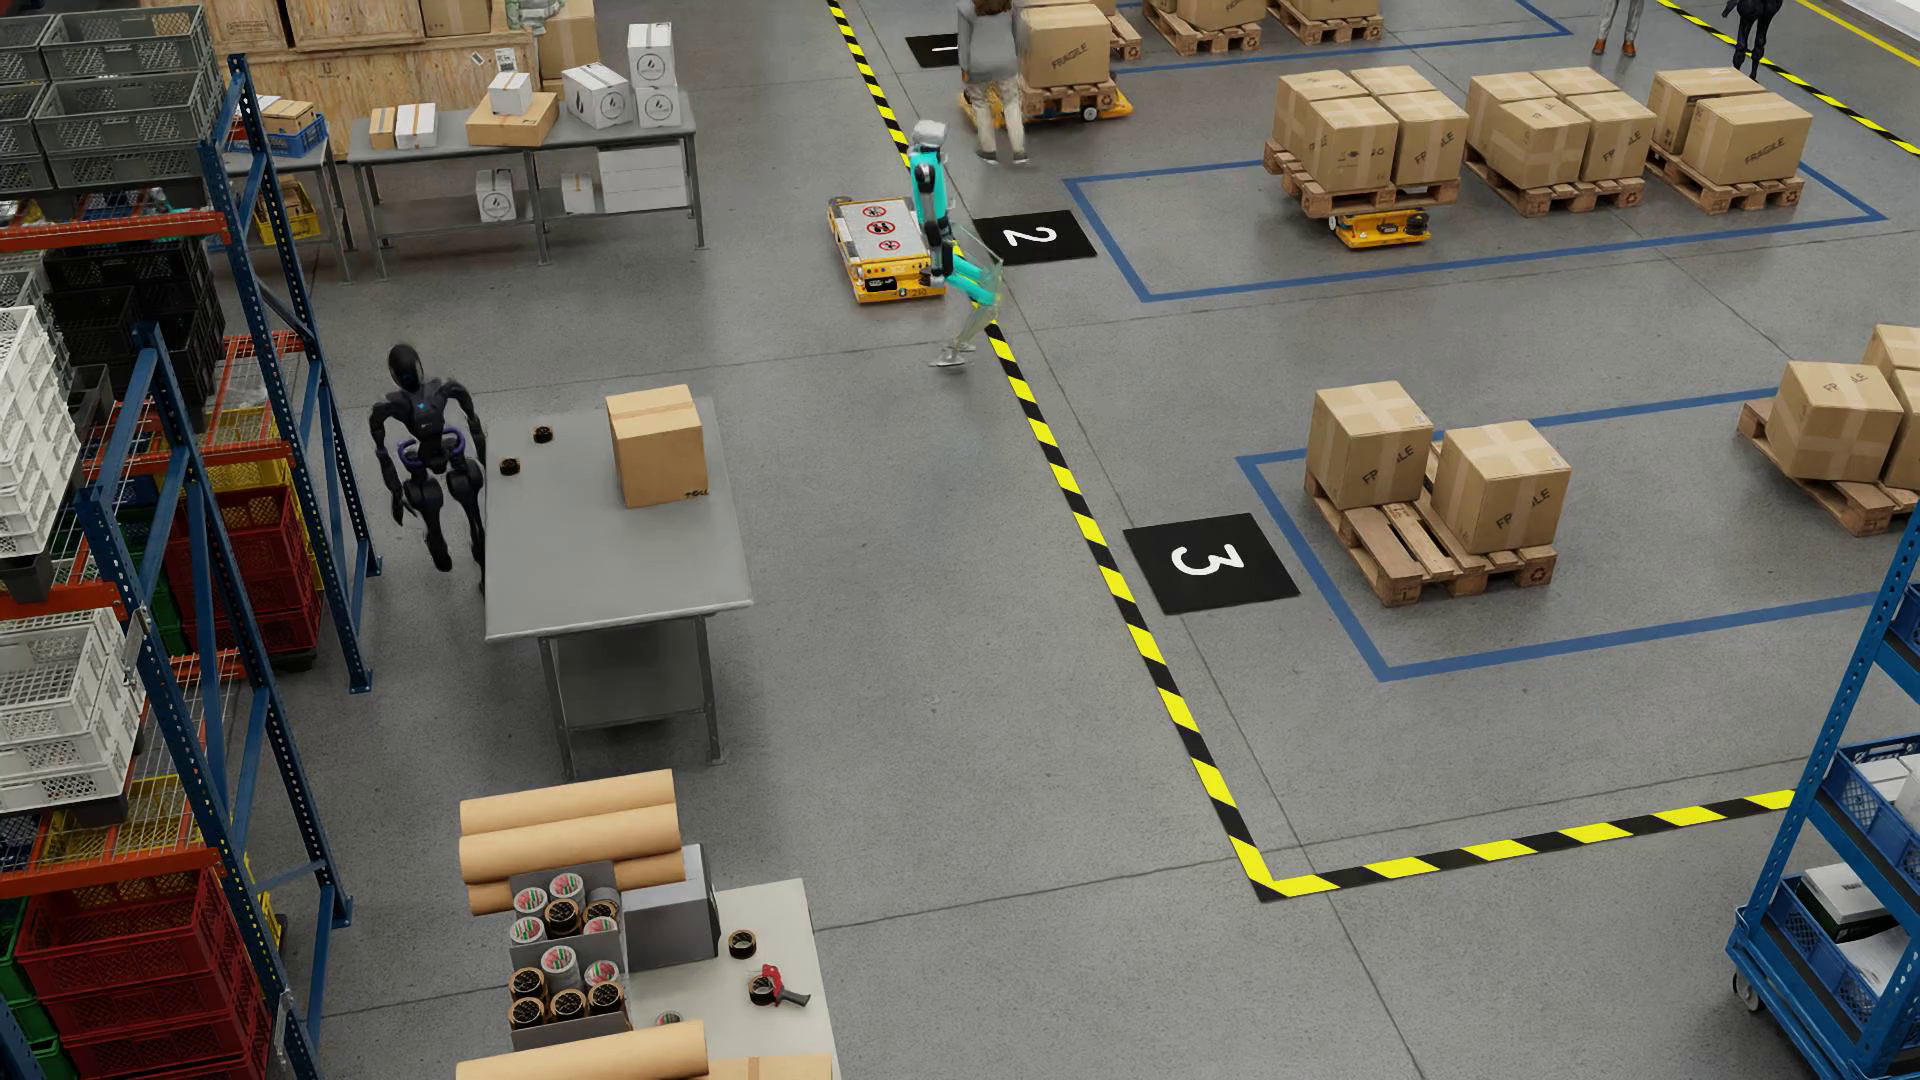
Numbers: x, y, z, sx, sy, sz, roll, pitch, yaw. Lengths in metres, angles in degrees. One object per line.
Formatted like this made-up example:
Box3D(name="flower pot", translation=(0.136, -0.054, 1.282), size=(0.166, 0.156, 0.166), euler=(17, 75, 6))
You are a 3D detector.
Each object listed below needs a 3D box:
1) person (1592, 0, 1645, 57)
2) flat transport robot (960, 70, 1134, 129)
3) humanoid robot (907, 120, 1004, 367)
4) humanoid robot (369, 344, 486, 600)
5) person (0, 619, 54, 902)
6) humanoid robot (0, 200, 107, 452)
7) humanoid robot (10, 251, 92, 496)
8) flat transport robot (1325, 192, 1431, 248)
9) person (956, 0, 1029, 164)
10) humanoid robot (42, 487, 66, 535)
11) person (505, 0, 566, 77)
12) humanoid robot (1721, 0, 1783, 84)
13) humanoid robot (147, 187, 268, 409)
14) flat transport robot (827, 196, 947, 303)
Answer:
Box3D(name="person", translation=(6.361, -5.477, 15.569), size=(0.585, 1.877, 0.391), euler=(9, 38, 12))
Box3D(name="flat transport robot", translation=(0.770, -3.939, 14.825), size=(1.431, 0.197, 0.652), euler=(-8, 37, -10))
Box3D(name="humanoid robot", translation=(0.054, -1.873, 10.806), size=(0.767, 1.723, 0.546), euler=(0, 37, 0))
Box3D(name="humanoid robot", translation=(-2.785, -0.392, 8.908), size=(0.617, 1.638, 0.486), euler=(-18, 40, -22))
Box3D(name="person", translation=(-4.123, 0.885, 7.047), size=(0.429, 1.841, 0.632), euler=(28, 45, 33))
Box3D(name="humanoid robot", translation=(-5.619, -1.279, 9.987), size=(0.688, 1.744, 0.546), euler=(24, 43, 28))
Box3D(name="humanoid robot", translation=(-5.311, -0.992, 9.704), size=(0.328, 1.651, 0.590), euler=(-14, 39, -18))
Box3D(name="flat transport robot", translation=(3.134, -2.740, 13.213), size=(0.652, 0.197, 1.431), euler=(-8, 37, -10))
Box3D(name="person", translation=(0.246, -3.911, 13.583), size=(0.567, 1.725, 0.545), euler=(-9, 38, -11))
Box3D(name="humanoid robot", translation=(-5.263, -0.630, 9.212), size=(0.732, 1.832, 0.530), euler=(-10, 38, -13))
Box3D(name="person", translation=(-3.535, -4.333, 13.982), size=(0.410, 1.939, 0.602), euler=(24, 43, 28))
Box3D(name="humanoid robot", translation=(7.176, -4.891, 14.937), size=(0.599, 1.653, 0.315), euler=(-14, 39, -19))
Box3D(name="humanoid robot", translation=(-4.861, -1.363, 10.183), size=(0.556, 1.760, 1.015), euler=(29, 45, 33))
Box3D(name="flat transport robot", translation=(-0.570, -2.220, 12.538), size=(0.659, 0.231, 1.431), euler=(-8, 37, -10))
